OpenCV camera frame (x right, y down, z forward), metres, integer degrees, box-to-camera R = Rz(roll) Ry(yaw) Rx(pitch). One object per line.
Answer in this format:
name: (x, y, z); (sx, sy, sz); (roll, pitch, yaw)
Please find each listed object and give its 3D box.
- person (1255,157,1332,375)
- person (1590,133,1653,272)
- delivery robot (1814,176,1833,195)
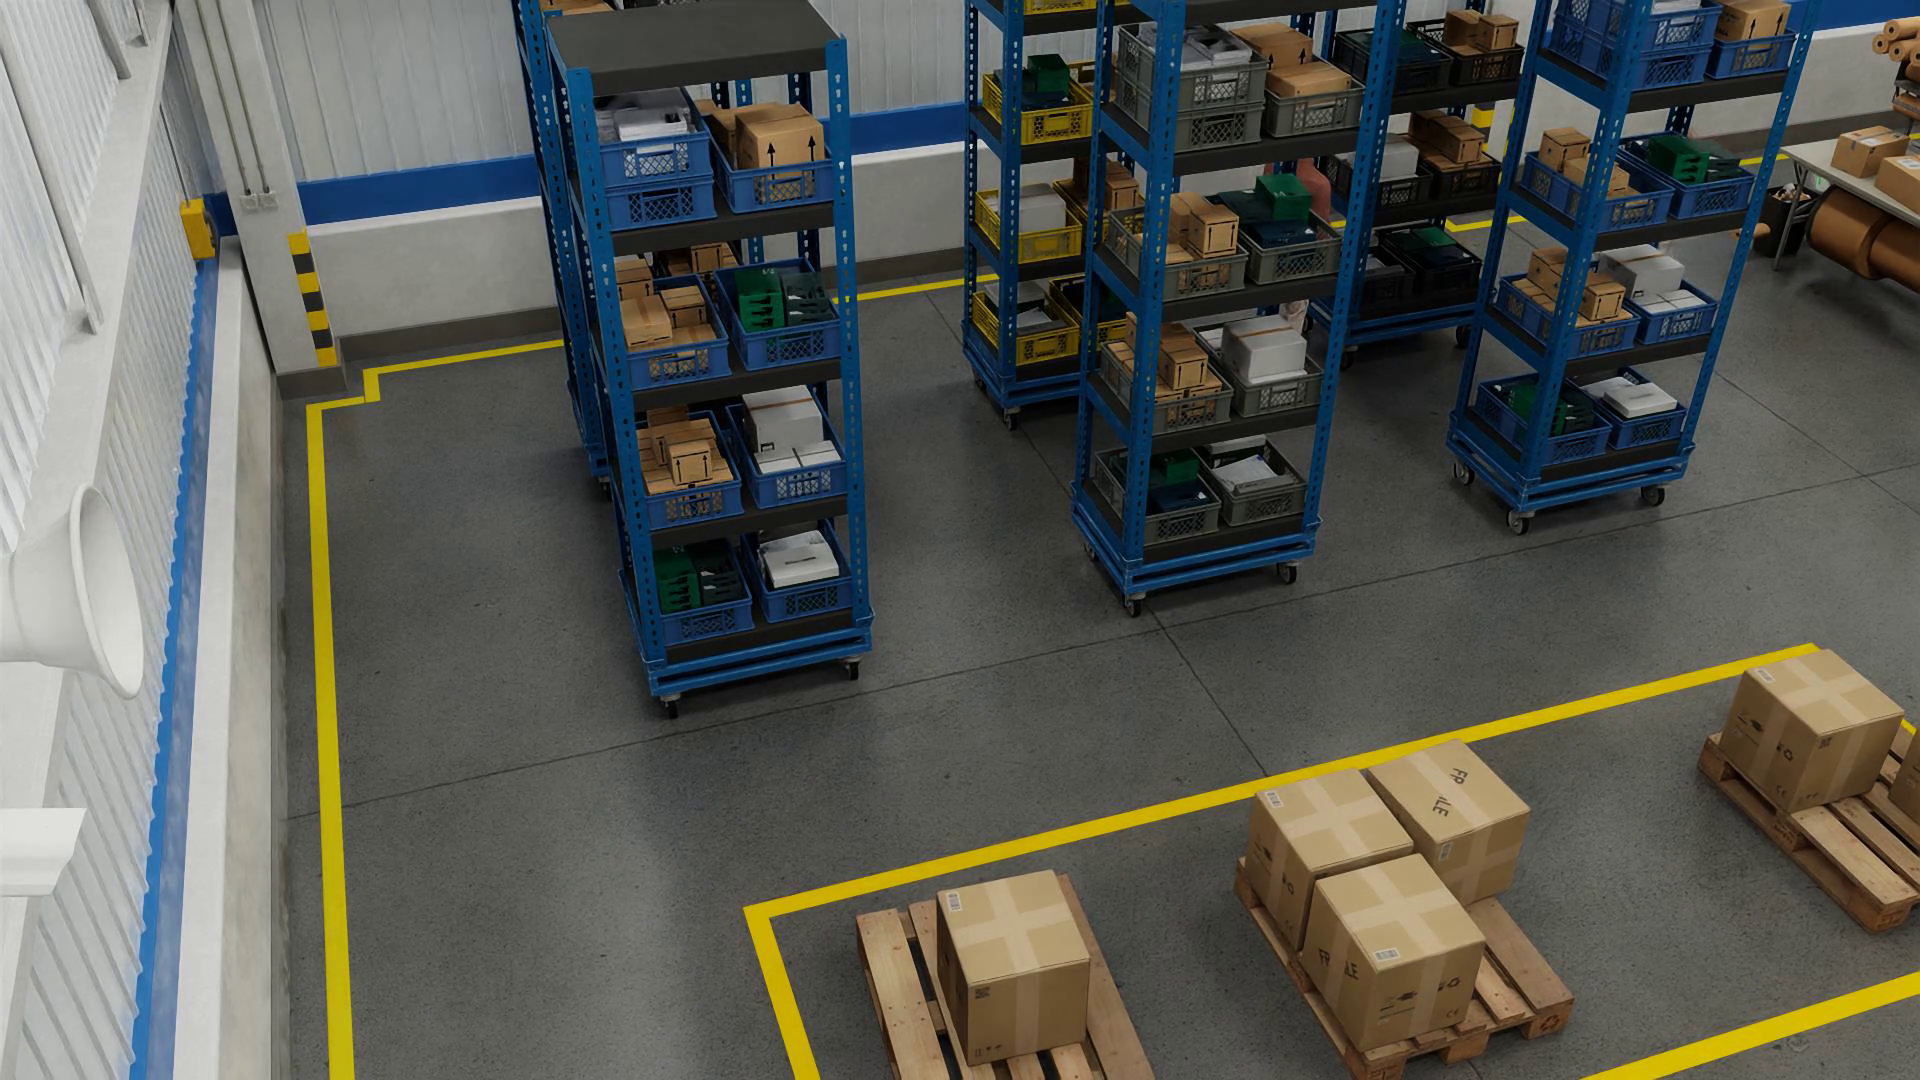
person: (2.272, -1.973, 11.341); (0.370, 1.996, 0.622); (-21, 40, -27)
person: (4.794, -2.157, 11.948); (0.827, 1.595, 0.508); (-6, 36, -8)
delivery robot: (7.541, -2.949, 13.890); (0.707, 0.478, 0.477); (21, 40, 26)
